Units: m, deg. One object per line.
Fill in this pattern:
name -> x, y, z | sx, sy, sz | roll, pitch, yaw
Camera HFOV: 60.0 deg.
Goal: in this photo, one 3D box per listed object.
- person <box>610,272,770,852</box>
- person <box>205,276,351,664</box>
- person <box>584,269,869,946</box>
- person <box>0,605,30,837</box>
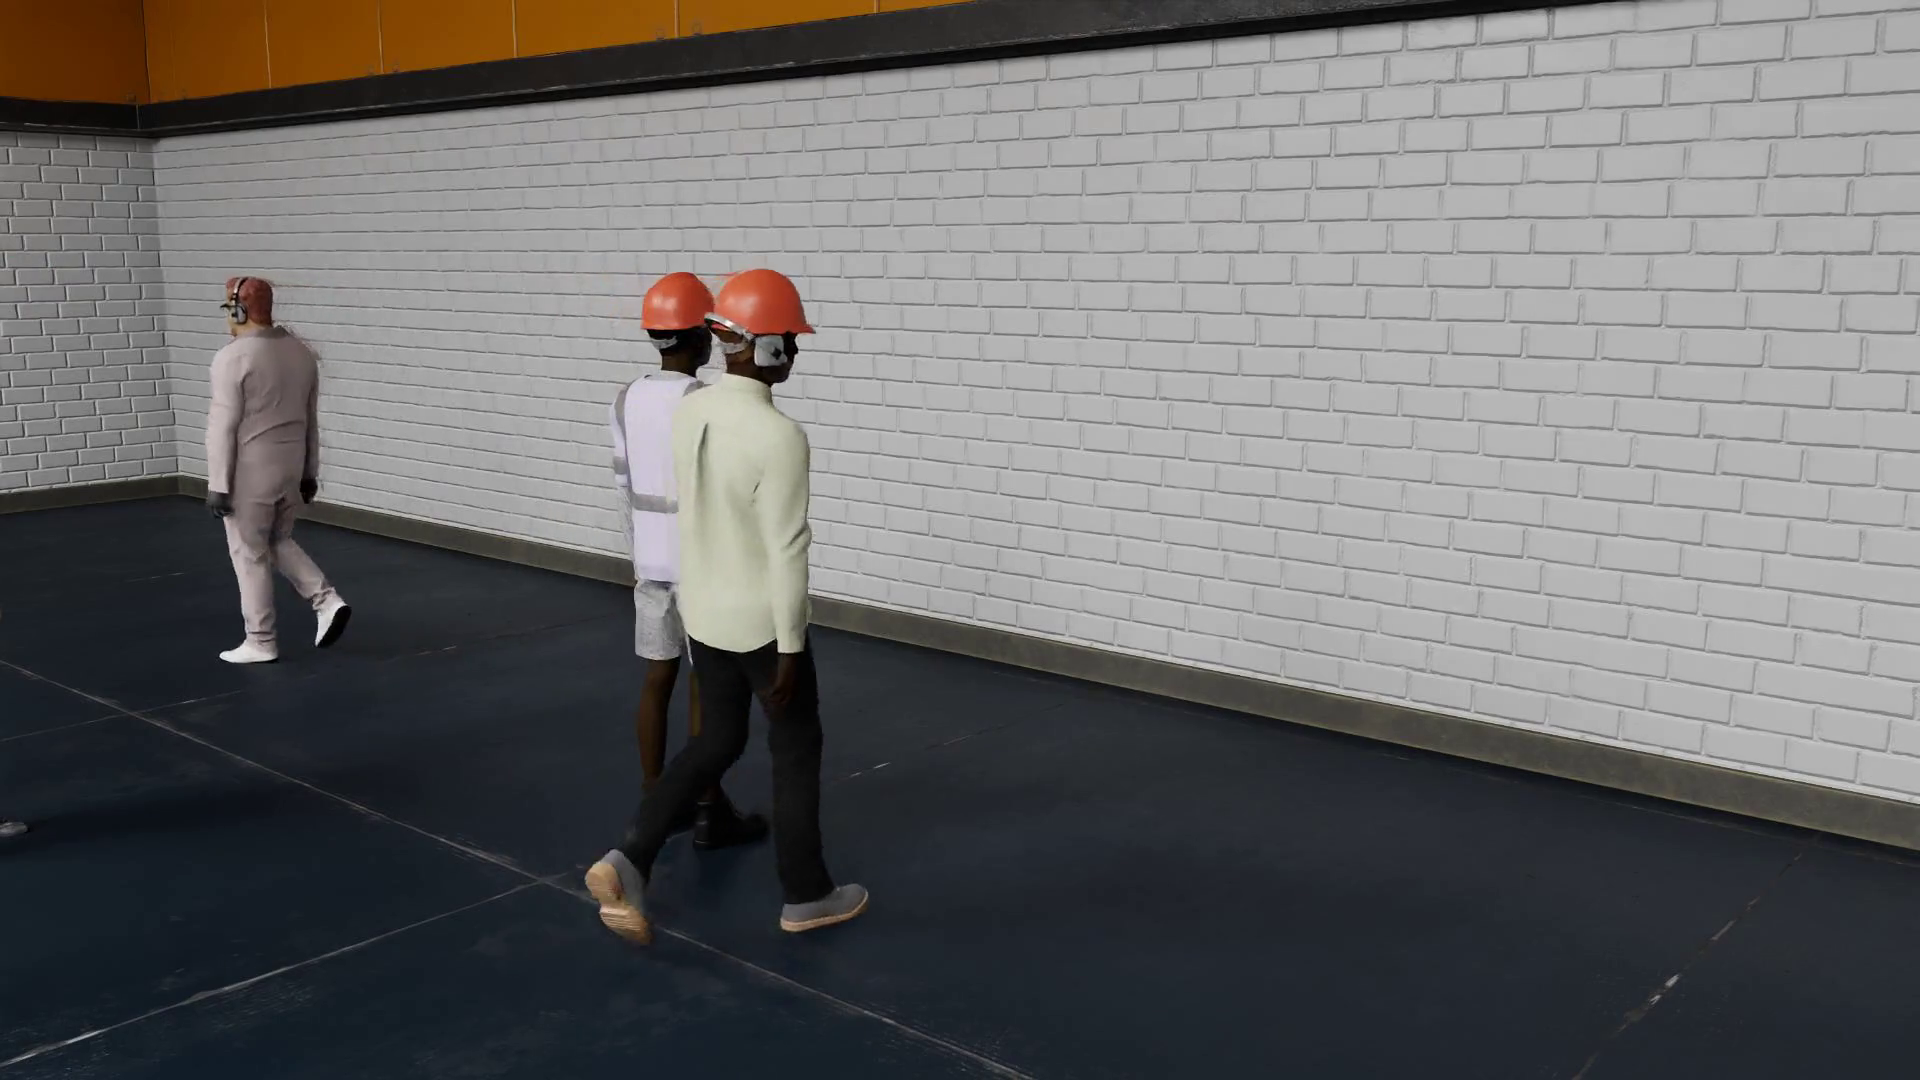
person -> -0.916, 0.079, 5.614 | 0.545, 1.942, 0.353 | 7, 12, 35
person -> -3.352, -0.322, 8.037 | 0.526, 1.889, 0.655 | 3, 10, 14
person -> -0.655, 0.220, 4.742 | 0.808, 1.970, 0.622 | -9, 14, -43
person -> -3.351, 0.194, 5.487 | 0.327, 1.760, 0.523 | 0, 10, -1
